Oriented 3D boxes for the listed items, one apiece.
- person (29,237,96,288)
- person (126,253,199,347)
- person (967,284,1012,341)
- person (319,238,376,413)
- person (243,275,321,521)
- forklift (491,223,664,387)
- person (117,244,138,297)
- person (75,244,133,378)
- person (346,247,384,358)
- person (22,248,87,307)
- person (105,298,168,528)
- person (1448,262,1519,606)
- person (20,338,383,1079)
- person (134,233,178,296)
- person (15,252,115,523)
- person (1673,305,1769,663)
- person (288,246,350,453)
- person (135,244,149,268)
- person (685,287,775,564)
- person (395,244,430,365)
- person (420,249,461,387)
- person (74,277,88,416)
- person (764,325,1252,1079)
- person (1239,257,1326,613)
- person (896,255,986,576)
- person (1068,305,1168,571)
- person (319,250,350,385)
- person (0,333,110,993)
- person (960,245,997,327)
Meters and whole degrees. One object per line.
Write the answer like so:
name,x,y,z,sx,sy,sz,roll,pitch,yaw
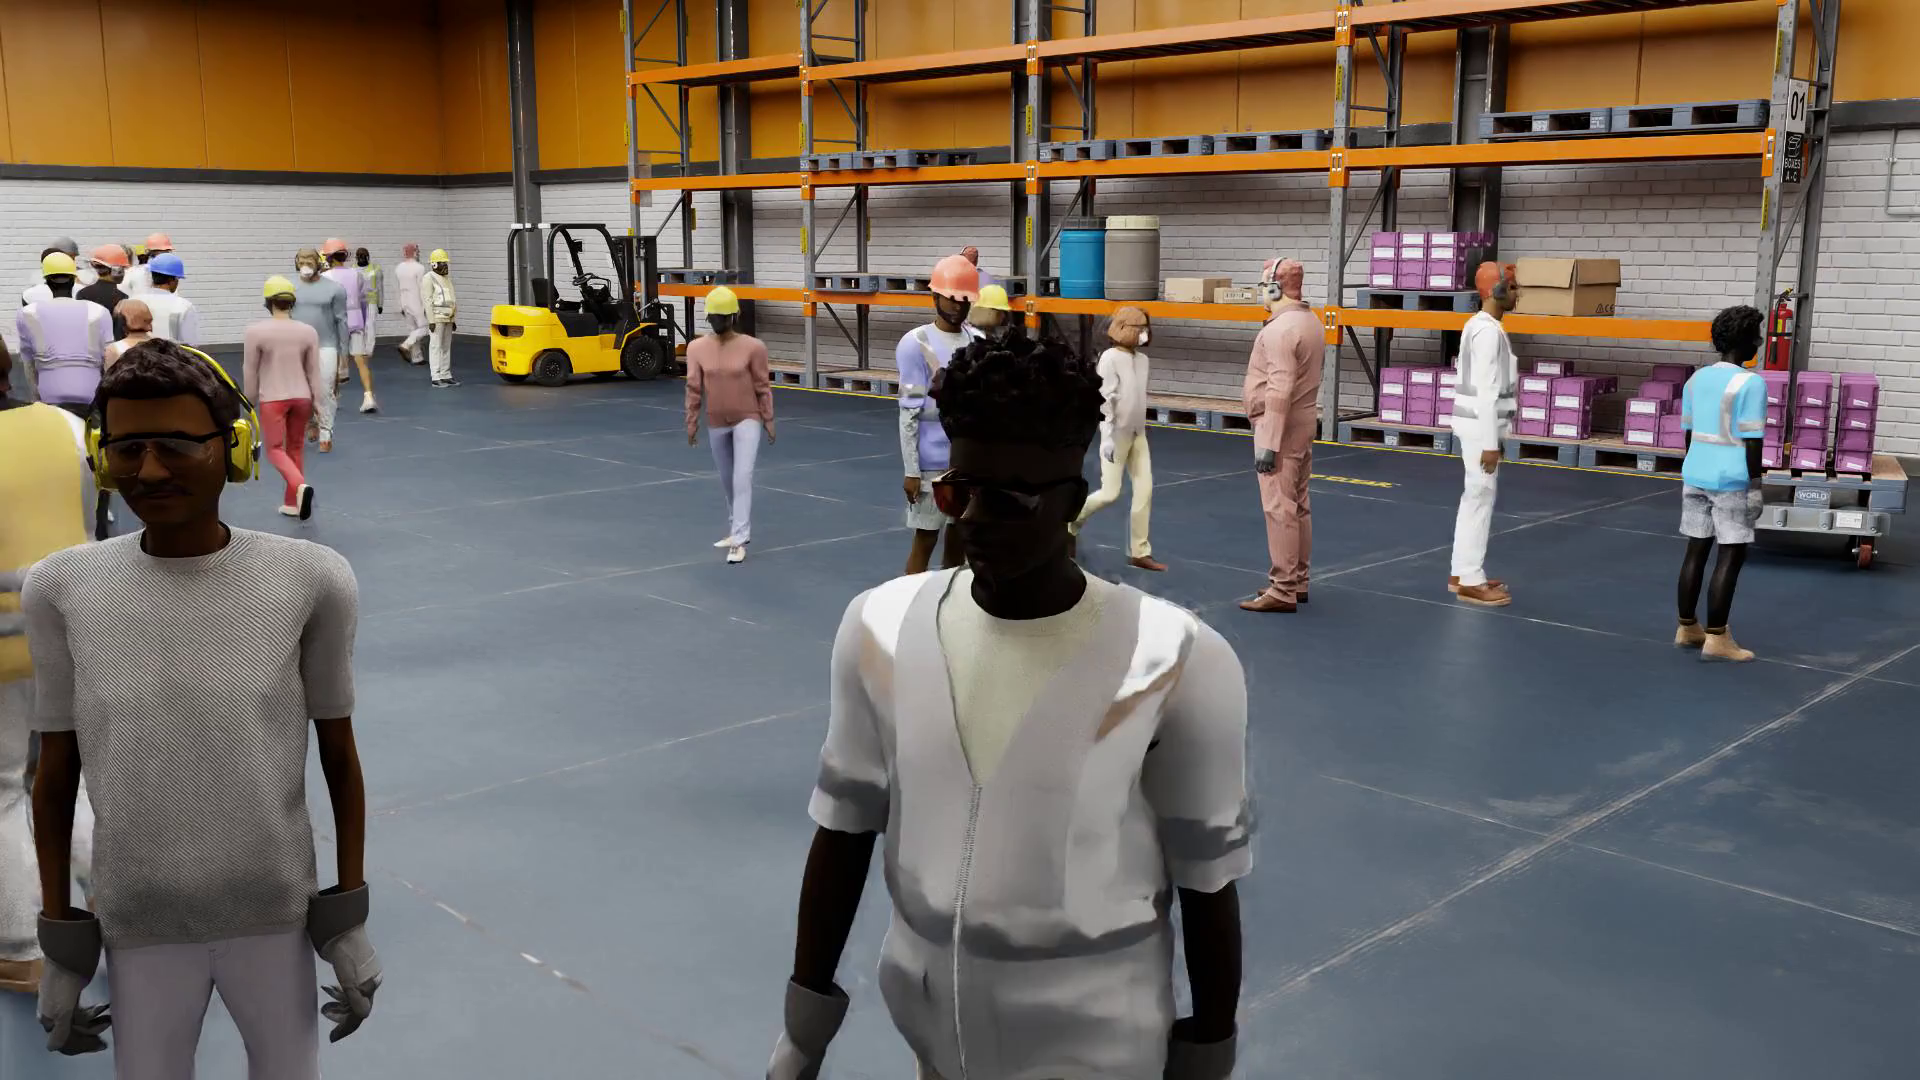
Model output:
person,-9.925,-2.367,18.452,0.714,2.000,0.817,-1,10,-8
person,-6.195,-1.282,12.977,0.593,1.881,1.019,-1,10,-4
person,0.098,-0.839,11.035,0.778,1.709,0.485,6,12,31
person,-7.028,-2.443,19.016,0.629,2.001,1.039,-10,14,-43
person,-4.755,-0.994,11.767,0.706,1.745,0.525,10,14,44
forklift,-5.316,-3.263,22.920,2.313,2.155,1.214,-10,14,-44
person,-10.209,-2.701,20.623,0.633,1.918,0.778,8,13,36
person,-6.847,-1.414,13.521,0.626,1.940,1.022,4,11,20
person,-9.861,-3.935,27.584,0.633,1.827,0.583,0,10,0
person,-7.577,-1.506,14.097,0.391,1.916,0.590,10,14,44
person,-5.276,-0.746,10.759,0.370,1.625,0.516,6,12,31
person,2.905,-0.585,9.196,0.369,1.873,0.621,3,11,15
person,-1.188,0.620,2.630,0.510,1.872,0.328,-3,11,-17
person,-8.862,-2.385,18.538,0.378,2.045,0.605,2,11,13
person,-6.060,-0.995,11.339,0.580,1.897,0.678,-6,12,-31
person,3.652,-0.271,7.959,0.316,1.695,0.541,-2,11,-11
person,-6.058,-1.791,15.636,0.639,1.923,0.561,-3,11,-14
person,-12.742,-3.697,26.129,0.594,1.896,0.934,-7,12,-33
person,-1.459,-0.743,10.524,0.541,1.708,0.766,2,11,12
person,-8.505,-3.644,25.810,0.658,1.892,0.590,8,13,36
person,-6.947,-2.971,22.303,0.403,1.837,0.588,2,11,13
person,-9.350,-2.019,17.782,0.844,1.580,0.564,9,14,42
person,0.071,0.662,2.315,0.613,1.915,1.016,6,12,31
person,1.723,-0.562,8.981,0.403,1.904,0.651,5,12,27
person,-0.041,-0.379,7.914,0.550,1.927,0.379,-10,14,-43
person,0.944,-0.623,10.105,0.658,1.612,0.504,9,14,42
person,-8.507,-3.012,22.565,0.403,1.826,0.591,-2,11,-9
person,-2.537,0.314,4.411,0.434,1.826,0.648,5,11,24
person,0.094,-2.253,18.193,0.637,1.911,0.403,-8,13,-38
